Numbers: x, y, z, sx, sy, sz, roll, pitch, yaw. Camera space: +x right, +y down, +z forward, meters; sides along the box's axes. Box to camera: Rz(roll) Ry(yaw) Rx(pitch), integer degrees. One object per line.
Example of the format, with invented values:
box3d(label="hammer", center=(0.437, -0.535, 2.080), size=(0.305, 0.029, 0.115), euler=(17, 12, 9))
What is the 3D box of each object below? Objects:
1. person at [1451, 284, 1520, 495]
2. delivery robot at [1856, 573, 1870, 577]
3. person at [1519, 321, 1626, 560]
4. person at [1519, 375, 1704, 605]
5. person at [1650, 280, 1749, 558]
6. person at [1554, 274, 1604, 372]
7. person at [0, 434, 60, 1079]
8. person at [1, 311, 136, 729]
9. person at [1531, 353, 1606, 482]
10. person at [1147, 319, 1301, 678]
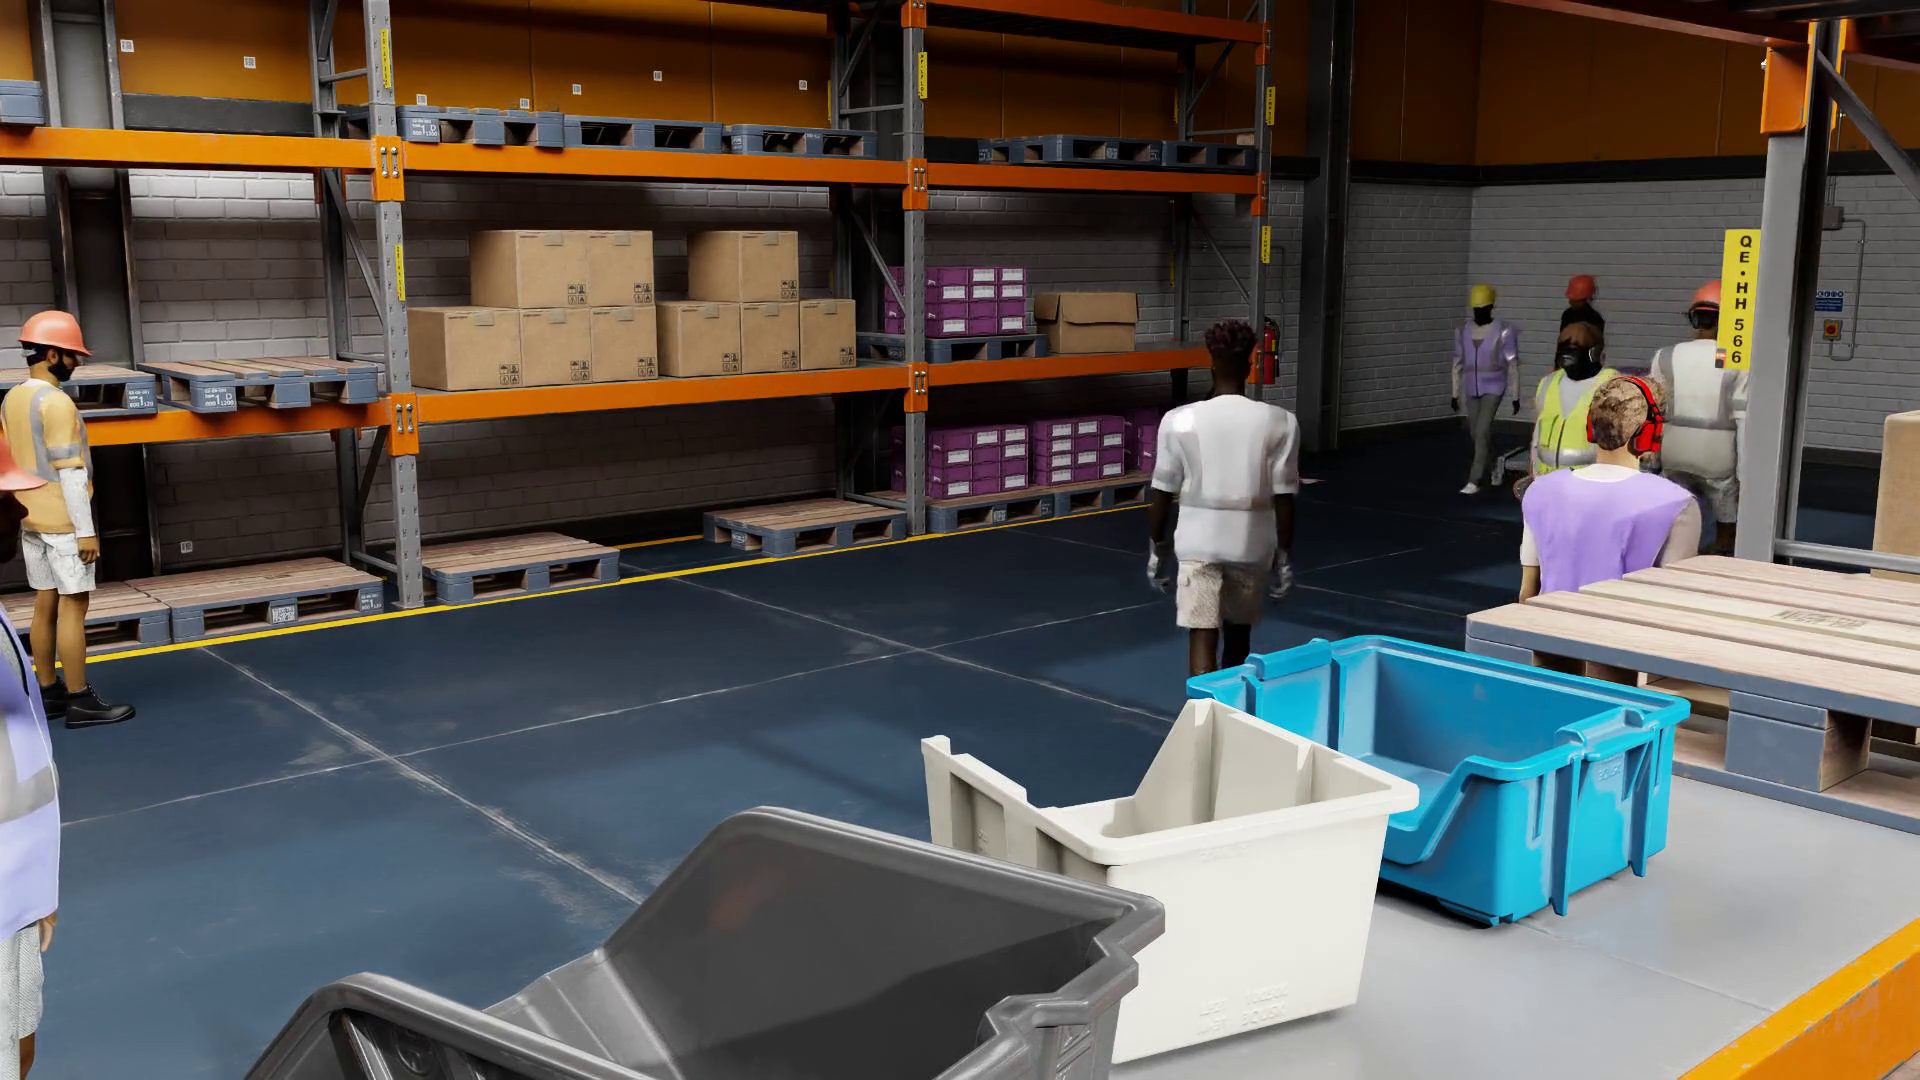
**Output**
box3d(label="person", center=(4.772, -1.365, 15.005), size=(0.820, 1.890, 0.629), euler=(-10, 14, -43))
box3d(label="delivery robot", center=(4.599, 0.414, 8.471), size=(0.477, 0.478, 0.707), euler=(4, 11, 22))
box3d(label="person", center=(3.286, -0.248, 8.904), size=(0.510, 1.827, 0.631), euler=(-8, 13, -38))
box3d(label="person", center=(1.947, 0.426, 5.045), size=(0.390, 1.847, 0.562), euler=(-8, 13, -40))
box3d(label="person", center=(4.213, -0.448, 9.429), size=(0.619, 2.028, 0.516), euler=(9, 14, 41))
box3d(label="person", center=(5.977, -1.558, 15.876), size=(0.752, 1.944, 0.673), euler=(-1, 10, -5))
box3d(label="person", center=(-1.898, 0.700, 3.246), size=(0.350, 1.942, 0.545), euler=(-3, 11, -19))
box3d(label="person", center=(-4.161, -0.091, 7.719), size=(0.543, 1.928, 0.372), euler=(7, 13, 36))
box3d(label="person", center=(3.710, -0.387, 10.221), size=(0.601, 1.618, 0.534), euler=(-7, 12, -35))
box3d(label="person", center=(1.113, 0.033, 7.035), size=(0.618, 1.931, 0.954), euler=(1, 10, 4))
